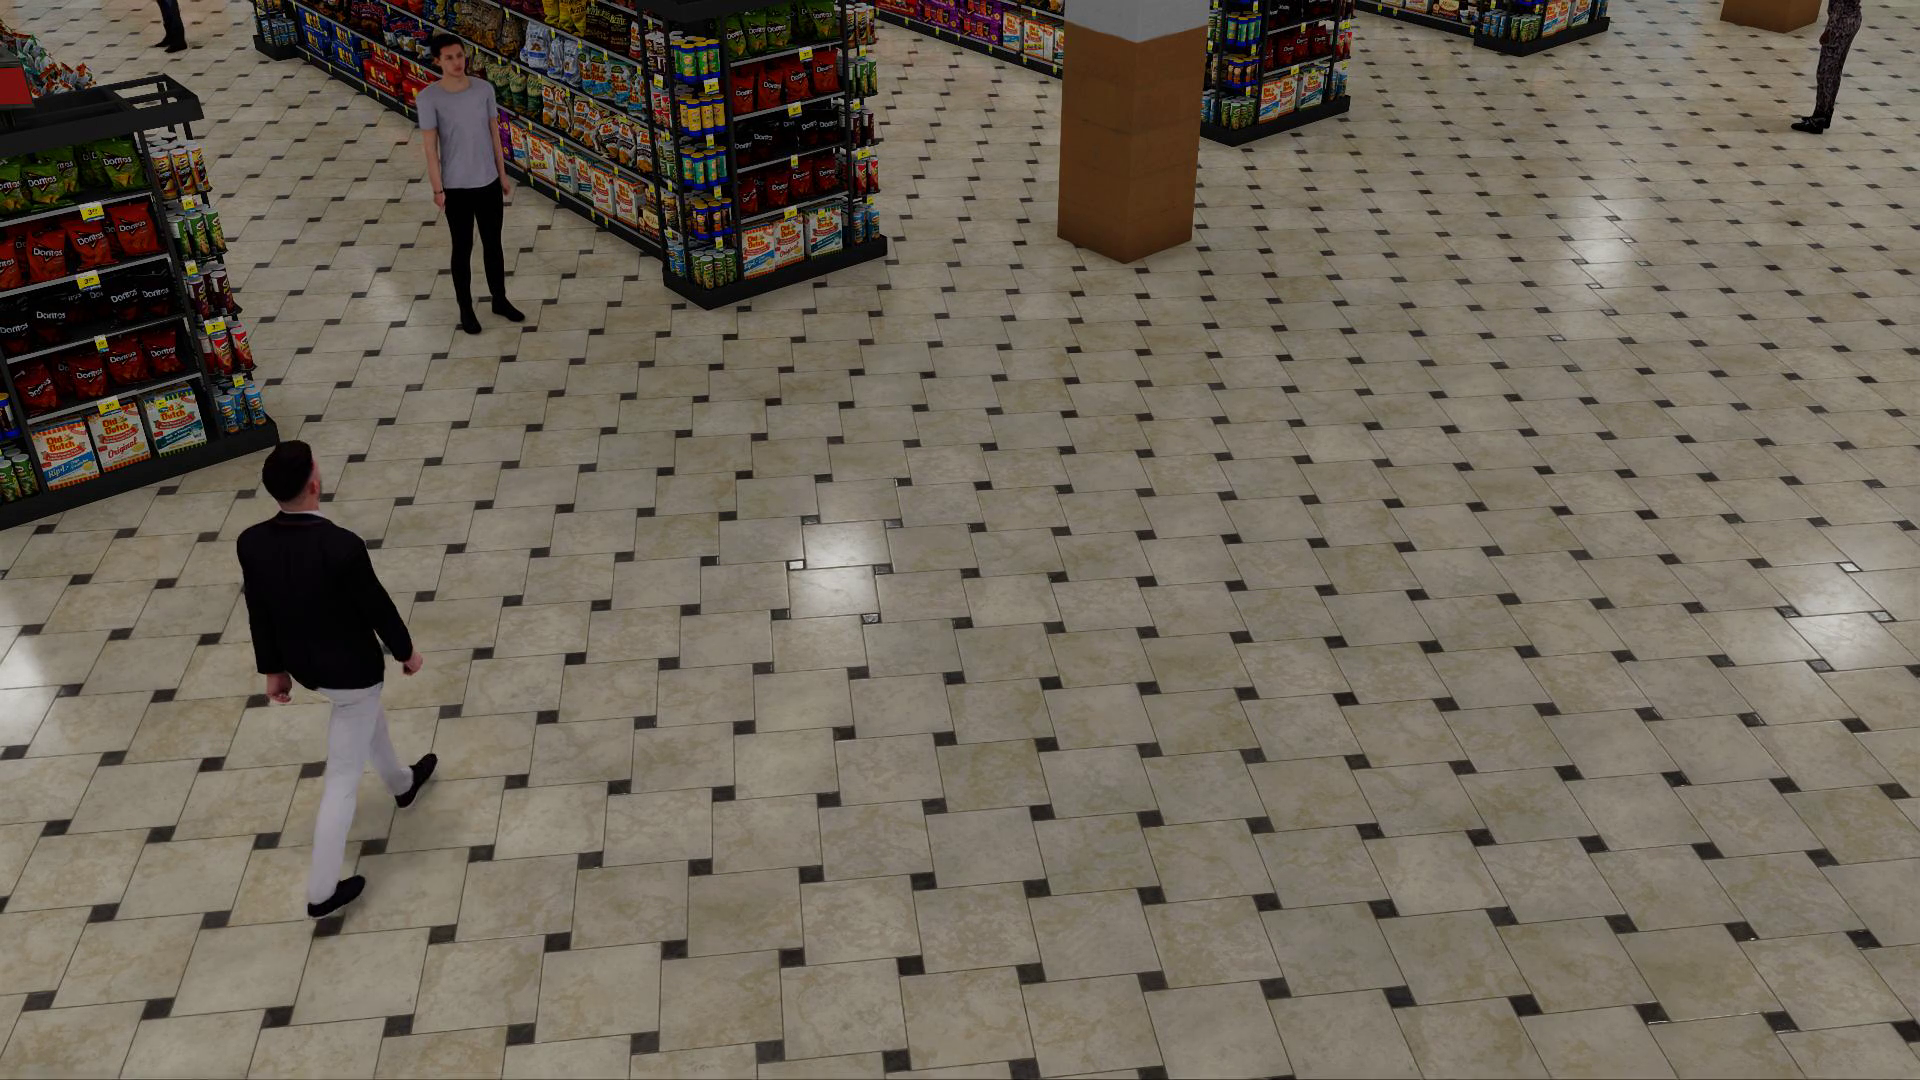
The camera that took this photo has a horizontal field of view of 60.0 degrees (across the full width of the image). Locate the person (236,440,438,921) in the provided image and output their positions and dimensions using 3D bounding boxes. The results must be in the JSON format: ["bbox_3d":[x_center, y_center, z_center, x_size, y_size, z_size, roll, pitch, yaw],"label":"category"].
[{"bbox_3d":[-2.306,0.551,6.034,1.232,1.795,1.128,10,33,15],"label":"person"}]

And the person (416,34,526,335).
[{"bbox_3d":[-3.090,-2.252,10.475,0.653,1.863,0.540,-22,38,-31],"label":"person"}]

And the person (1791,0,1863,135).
[{"bbox_3d":[7.339,-4.267,13.853,0.585,1.714,0.593,27,41,36],"label":"person"}]
